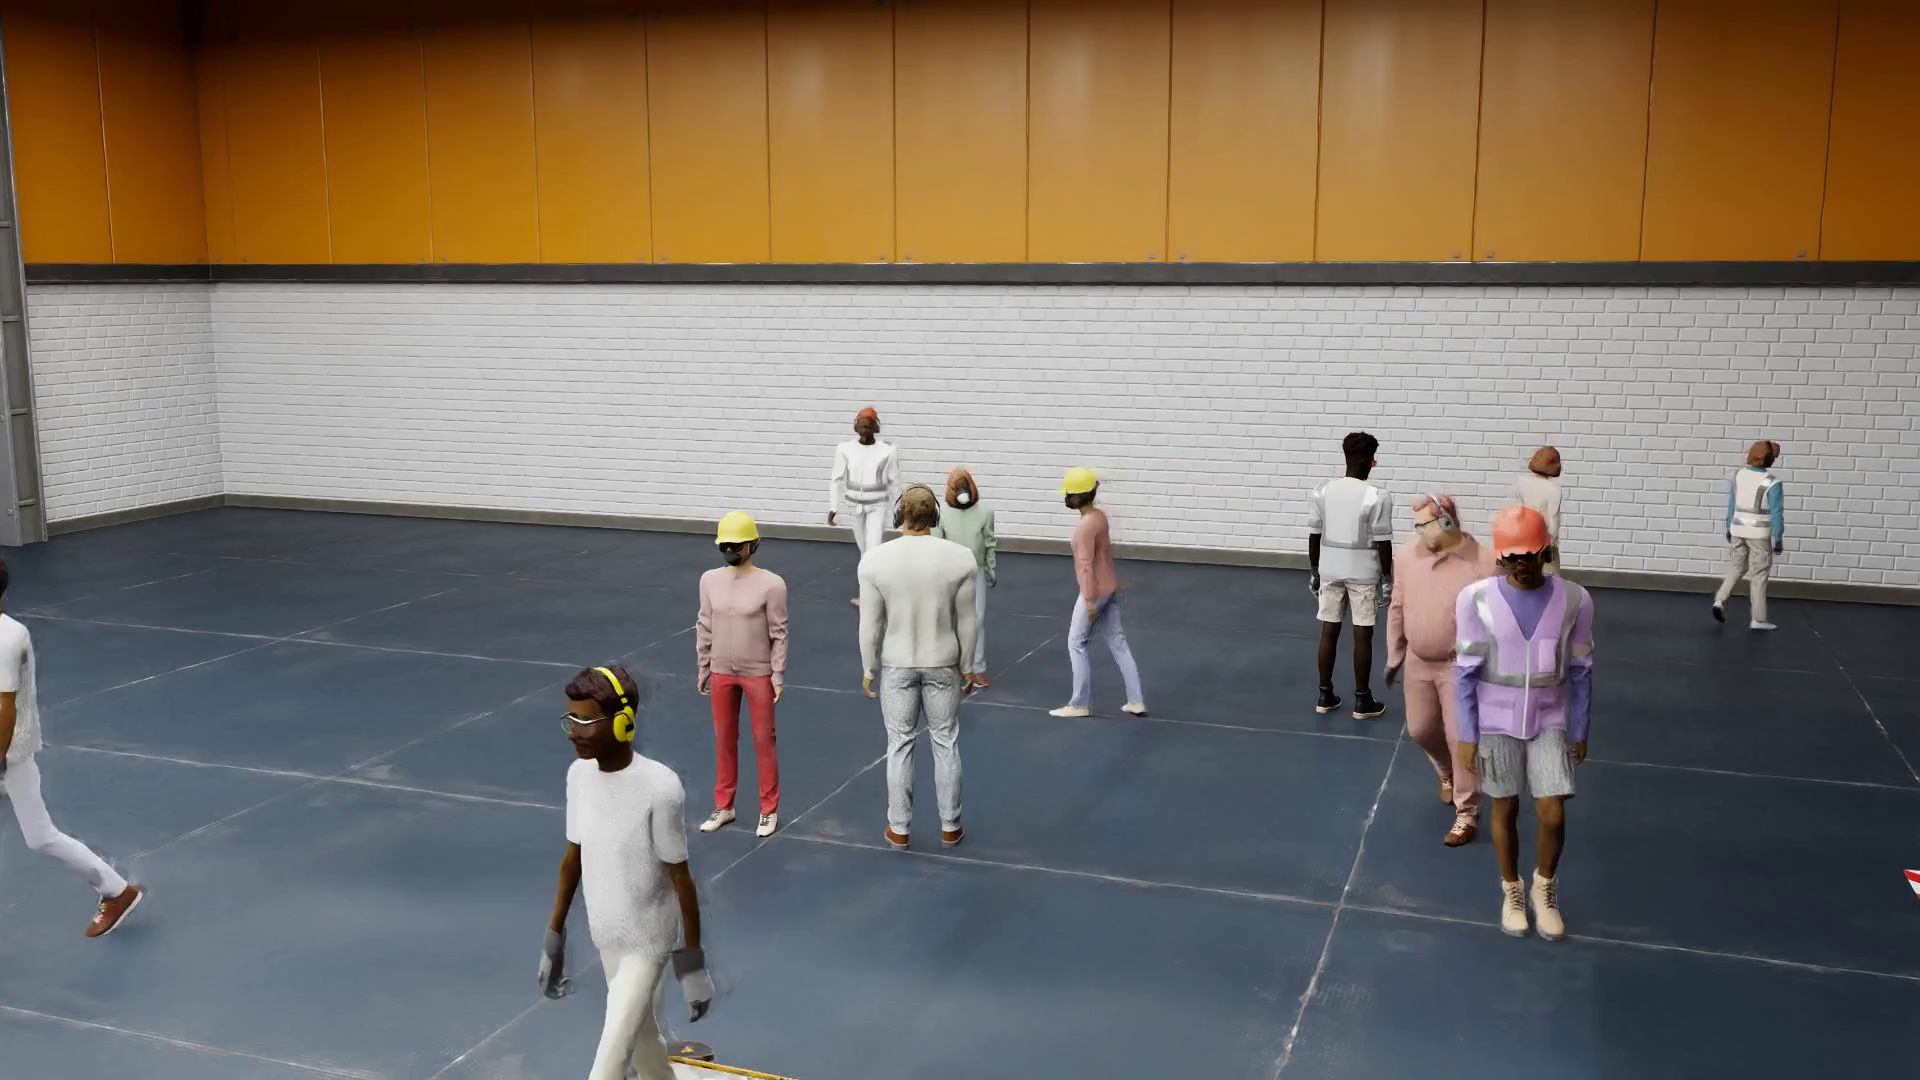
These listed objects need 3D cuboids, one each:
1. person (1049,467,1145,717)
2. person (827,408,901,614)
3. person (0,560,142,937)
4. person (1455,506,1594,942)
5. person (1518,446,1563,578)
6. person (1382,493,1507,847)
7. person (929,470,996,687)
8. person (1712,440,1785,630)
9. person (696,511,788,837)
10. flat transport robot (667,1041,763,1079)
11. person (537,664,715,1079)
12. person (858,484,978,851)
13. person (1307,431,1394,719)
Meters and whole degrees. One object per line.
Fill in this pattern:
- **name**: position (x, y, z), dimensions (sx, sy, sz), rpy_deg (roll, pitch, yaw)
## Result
- **person**: position (0.970, 0.368, 11.279), dimensions (0.630, 1.730, 0.540), rpy_deg (4, 10, 22)
- **person**: position (-0.854, -0.262, 14.841), dimensions (0.586, 1.818, 1.035), rpy_deg (3, 10, 16)
- **person**: position (-4.180, 0.943, 7.357), dimensions (0.511, 1.839, 0.921), rpy_deg (8, 12, 40)
- **person**: position (2.536, 0.832, 7.513), dimensions (0.621, 2.005, 0.538), rpy_deg (2, 9, 11)
- **person**: position (4.749, 0.017, 13.794), dimensions (0.686, 1.607, 0.503), rpy_deg (-4, 10, -25)
- **person**: position (2.693, 0.652, 9.102), dimensions (0.666, 1.862, 0.749), rpy_deg (9, 13, 43)
- **person**: position (0.035, 0.287, 12.144), dimensions (0.524, 1.592, 0.765), rpy_deg (-1, 9, -9)
- **person**: position (6.699, -0.036, 14.055), dimensions (0.466, 1.629, 0.564), rpy_deg (-4, 10, -22)
- **person**: position (-1.178, 0.719, 8.961), dimensions (0.525, 1.769, 0.315), rpy_deg (3, 10, 16)
- **flat transport robot**: position (-1.004, 2.043, 5.370), dimensions (0.652, 0.197, 1.431), rpy_deg (4, 10, 21)
- **person**: position (-1.114, 1.300, 5.109), dimensions (0.571, 1.834, 0.836), rpy_deg (8, 12, 42)
- **person**: position (-0.218, 0.670, 8.728), dimensions (0.628, 1.940, 0.378), rpy_deg (-1, 9, -4)
- **person**: position (2.676, 0.235, 11.365), dimensions (0.614, 1.956, 0.375), rpy_deg (7, 12, 38)
